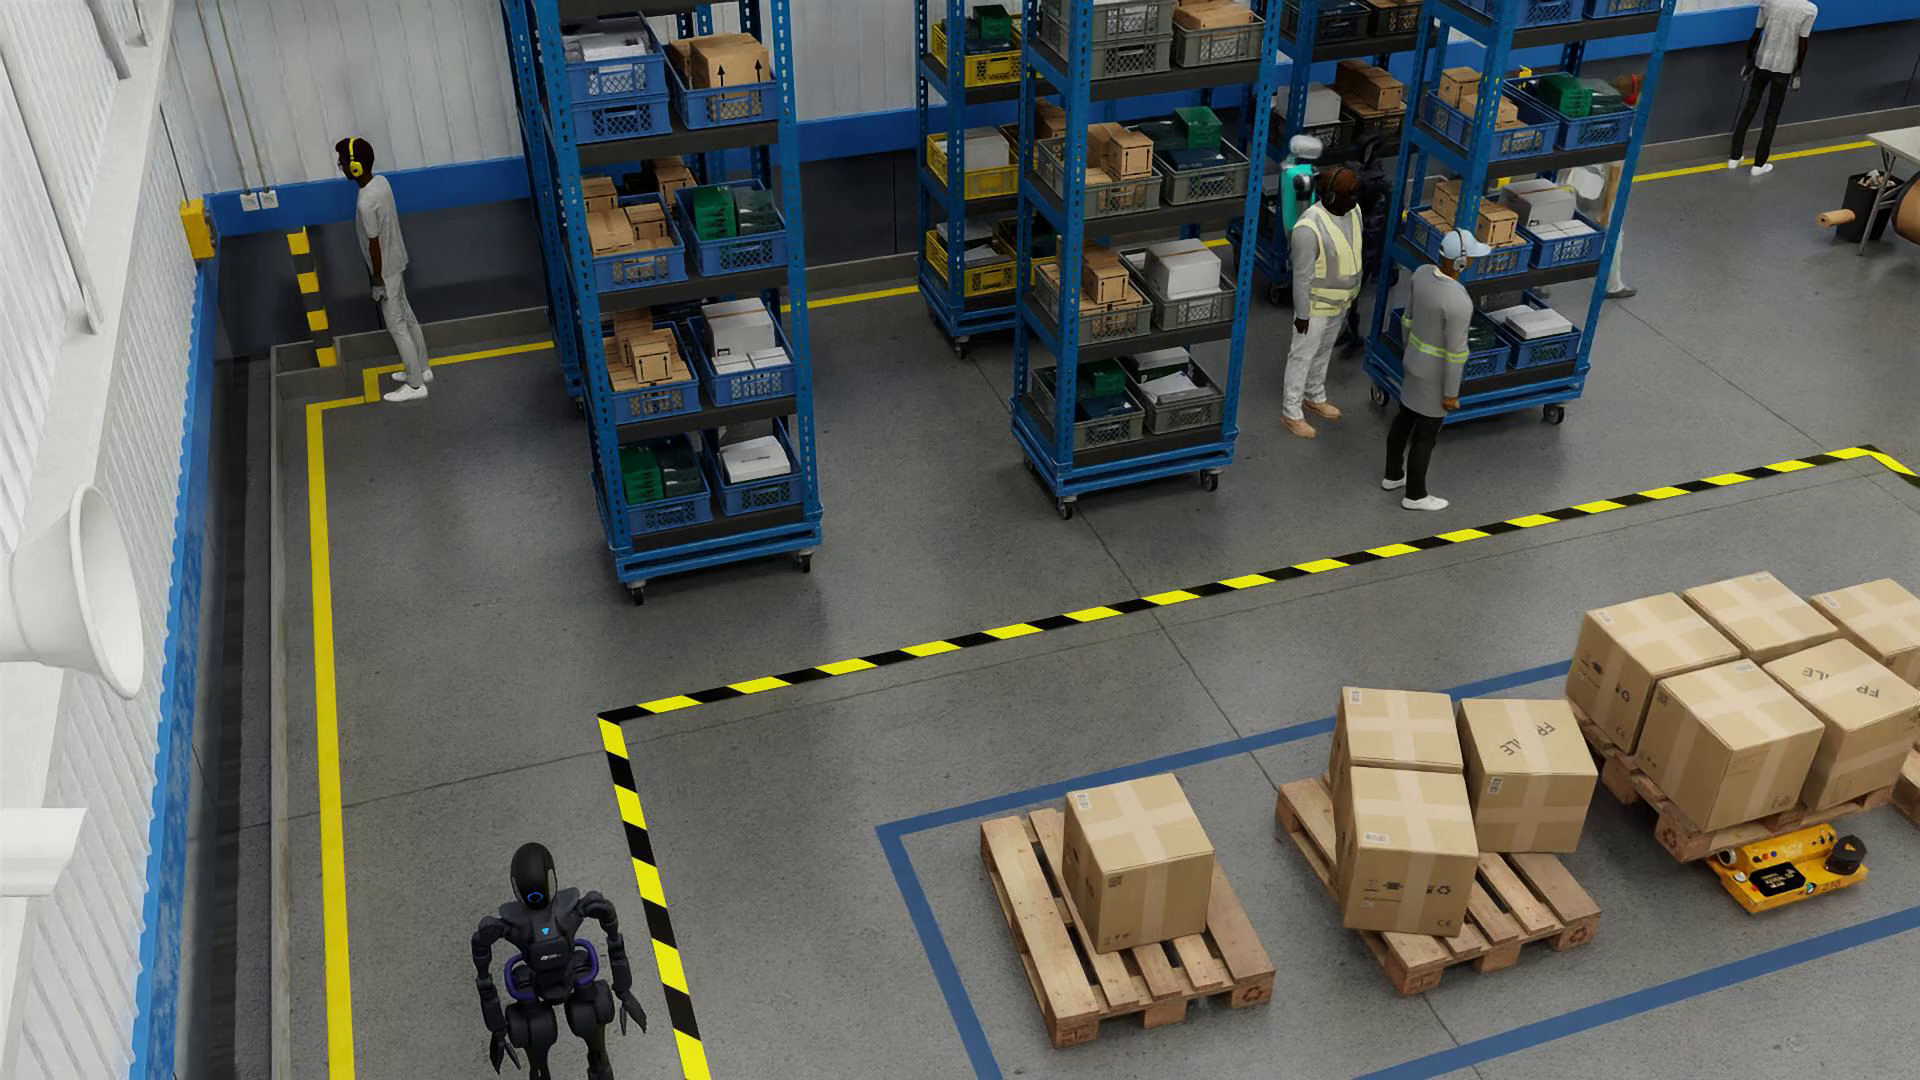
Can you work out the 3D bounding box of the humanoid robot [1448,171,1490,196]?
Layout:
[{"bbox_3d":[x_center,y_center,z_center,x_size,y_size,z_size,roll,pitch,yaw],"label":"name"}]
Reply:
[{"bbox_3d":[3.513,-2.104,11.814,0.358,1.652,0.610,0,35,1],"label":"humanoid robot"}]

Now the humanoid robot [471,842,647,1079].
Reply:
[{"bbox_3d":[-1.511,1.766,6.317,0.599,1.657,0.315,-12,37,-17],"label":"humanoid robot"}]

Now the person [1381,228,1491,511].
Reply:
[{"bbox_3d":[2.900,-1.045,10.164,0.398,1.852,0.589,-9,36,-13],"label":"person"}]

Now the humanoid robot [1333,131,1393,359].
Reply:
[{"bbox_3d":[2.812,-2.111,11.819,0.312,1.650,0.609,-22,41,-28],"label":"humanoid robot"}]

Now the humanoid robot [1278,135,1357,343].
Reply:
[{"bbox_3d":[2.523,-1.932,11.522,0.780,1.775,0.555,-1,35,-2],"label":"humanoid robot"}]

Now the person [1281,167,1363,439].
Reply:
[{"bbox_3d":[2.393,-1.569,10.915,0.429,1.844,0.626,28,44,34],"label":"person"}]

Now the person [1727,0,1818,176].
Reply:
[{"bbox_3d":[7.099,-4.110,14.507,0.335,1.857,0.513,-28,44,-34],"label":"person"}]

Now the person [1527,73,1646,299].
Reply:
[{"bbox_3d":[4.769,-2.615,12.433,0.941,1.799,0.568,-9,36,-13],"label":"person"}]

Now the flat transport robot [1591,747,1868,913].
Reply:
[{"bbox_3d":[3.754,1.215,8.309,0.652,0.197,1.431,-11,37,-15],"label":"flat transport robot"}]

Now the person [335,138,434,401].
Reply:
[{"bbox_3d":[-3.896,-1.827,11.266,0.313,1.864,0.506,-3,35,-4],"label":"person"}]
